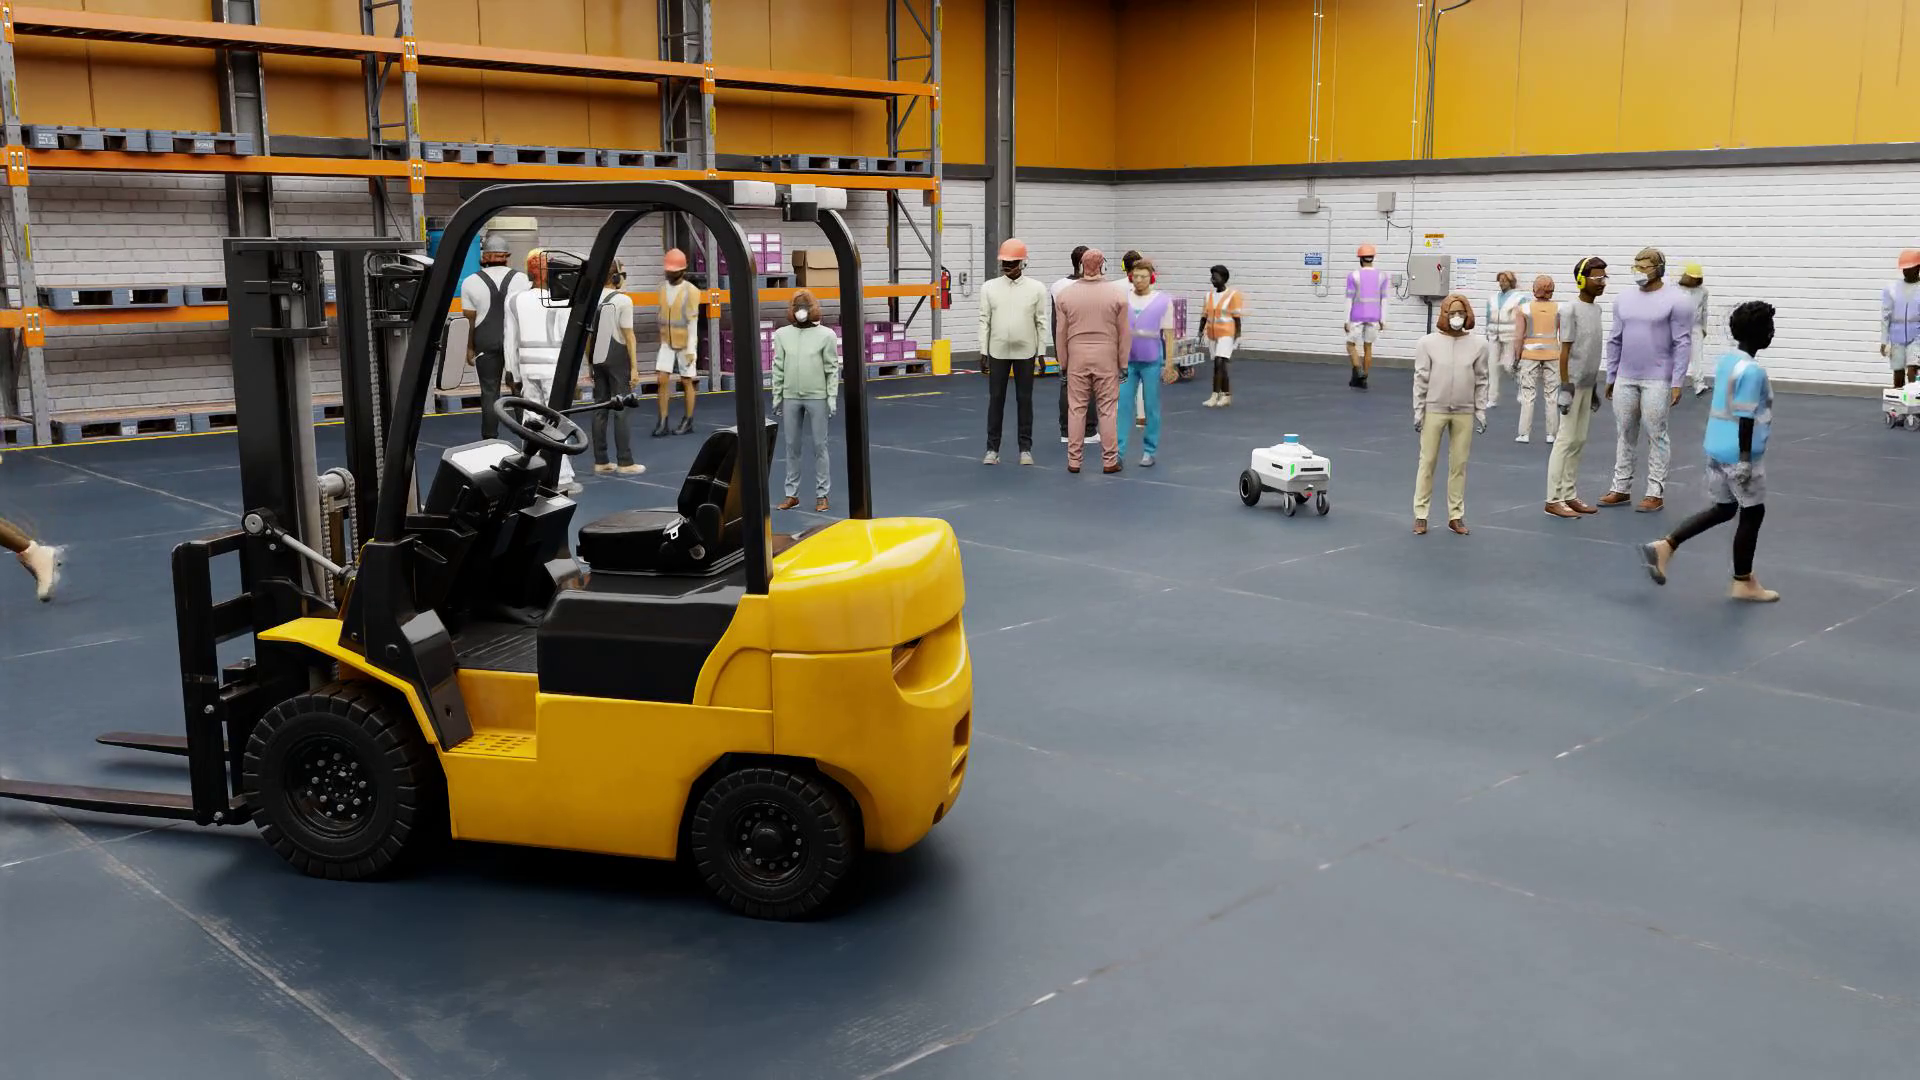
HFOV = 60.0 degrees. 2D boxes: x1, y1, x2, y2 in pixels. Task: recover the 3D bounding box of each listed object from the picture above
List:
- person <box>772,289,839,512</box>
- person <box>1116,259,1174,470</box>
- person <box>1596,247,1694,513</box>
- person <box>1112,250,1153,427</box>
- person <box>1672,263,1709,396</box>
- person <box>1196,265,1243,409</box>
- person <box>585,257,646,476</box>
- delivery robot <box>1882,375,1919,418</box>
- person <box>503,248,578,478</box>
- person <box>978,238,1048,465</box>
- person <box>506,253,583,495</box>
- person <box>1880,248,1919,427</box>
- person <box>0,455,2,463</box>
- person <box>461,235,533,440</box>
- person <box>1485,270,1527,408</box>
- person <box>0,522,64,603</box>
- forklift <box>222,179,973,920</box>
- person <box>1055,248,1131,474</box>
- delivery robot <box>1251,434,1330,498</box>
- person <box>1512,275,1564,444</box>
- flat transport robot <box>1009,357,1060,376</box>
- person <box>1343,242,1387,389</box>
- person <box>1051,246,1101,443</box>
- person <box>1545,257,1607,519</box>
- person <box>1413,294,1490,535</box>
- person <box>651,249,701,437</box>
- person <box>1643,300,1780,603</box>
[{"bbox_3d":[-1.142,-1.023,12.235,0.507,1.632,0.278,2,11,13],"label":"person"},{"bbox_3d":[1.545,-1.505,14.367,0.590,1.806,0.797,5,11,24],"label":"person"},{"bbox_3d":[5.029,-1.173,12.220,0.354,1.937,0.635,-7,13,-35],"label":"person"},{"bbox_3d":[1.829,-2.130,17.636,0.509,1.868,0.328,4,11,20],"label":"person"},{"bbox_3d":[9.227,-2.661,21.057,0.525,1.676,0.975,0,10,3],"label":"person"},{"bbox_3d":[2.959,-2.356,19.378,0.747,1.664,0.556,-8,13,-39],"label":"person"},{"bbox_3d":[-2.936,-1.462,14.051,0.516,1.843,0.325,5,12,27],"label":"person"},{"bbox_3d":[10.042,-1.478,17.404,0.707,0.478,0.477,-3,11,-14],"label":"delivery robot"},{"bbox_3d":[-3.462,-1.453,13.800,0.610,1.916,0.438,-3,11,-15],"label":"person"},{"bbox_3d":[0.466,-1.650,14.679,0.613,1.991,0.392,1,10,6],"label":"person"},{"bbox_3d":[-3.233,-1.280,12.951,0.582,1.882,0.340,3,11,16],"label":"person"},{"bbox_3d":[10.169,-2.171,17.789,0.560,1.896,0.744,9,14,42],"label":"person"},{"bbox_3d":[-8.805,-1.473,14.253,0.764,1.809,0.483,-2,11,-9],"label":"person"},{"bbox_3d":[-4.282,-1.831,15.528,0.672,2.000,0.536,-3,11,-16],"label":"person"},{"bbox_3d":[6.452,-2.370,19.614,0.608,1.623,0.520,-9,14,-39],"label":"person"},{"bbox_3d":[-5.173,-0.537,8.608,0.626,2.010,0.922,8,13,36],"label":"person"},{"bbox_3d":[-1.114,-0.058,5.440,2.313,2.155,1.214,2,11,13],"label":"forklift"},{"bbox_3d":[1.134,-1.511,14.150,0.643,1.909,0.411,2,11,10],"label":"person"},{"bbox_3d":[2.437,-0.537,12.272,0.477,0.478,0.707,-3,11,-15],"label":"delivery robot"},{"bbox_3d":[5.636,-1.747,16.160,0.514,1.642,0.310,2,11,10],"label":"person"},{"bbox_3d":[1.135,-2.511,24.062,0.652,0.197,1.431,9,14,42],"label":"flat transport robot"},{"bbox_3d":[5.321,-2.939,21.874,0.564,1.926,0.548,-1,10,-3],"label":"person"},{"bbox_3d":[1.167,-1.898,16.231,0.588,1.920,0.388,5,12,27],"label":"person"},{"bbox_3d":[4.476,-1.095,11.994,0.518,1.866,0.323,-10,14,-43],"label":"person"},{"bbox_3d":[3.316,-0.846,11.264,0.499,1.634,0.285,1,10,5],"label":"person"},{"bbox_3d":[-2.831,-1.955,16.640,0.549,1.883,0.714,4,11,21],"label":"person"},{"bbox_3d":[4.207,-0.483,9.167,0.647,1.672,0.536,1,10,7],"label":"person"}]
